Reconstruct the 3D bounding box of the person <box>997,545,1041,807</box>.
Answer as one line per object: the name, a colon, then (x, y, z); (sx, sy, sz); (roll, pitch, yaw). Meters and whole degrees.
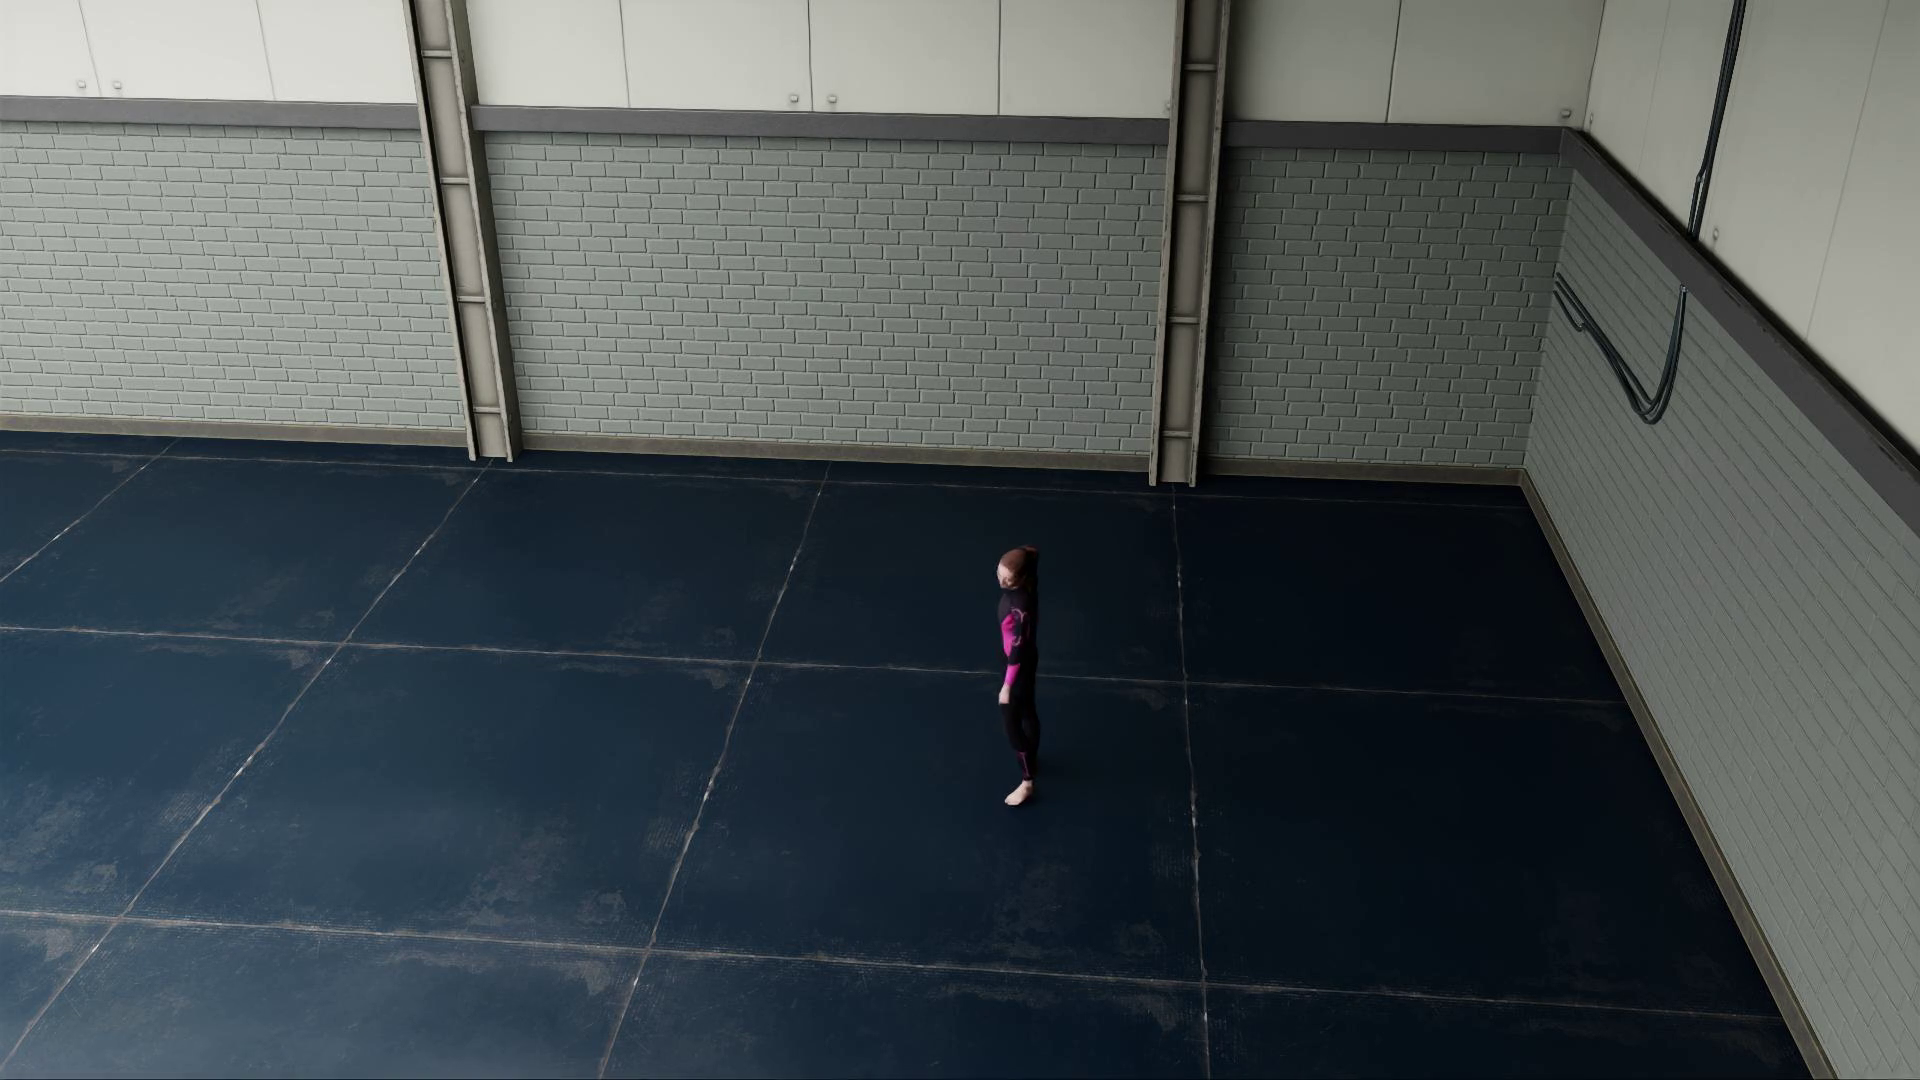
person: (0.388, 0.749, 10.027); (0.477, 1.717, 0.717); (9, 29, 17)
